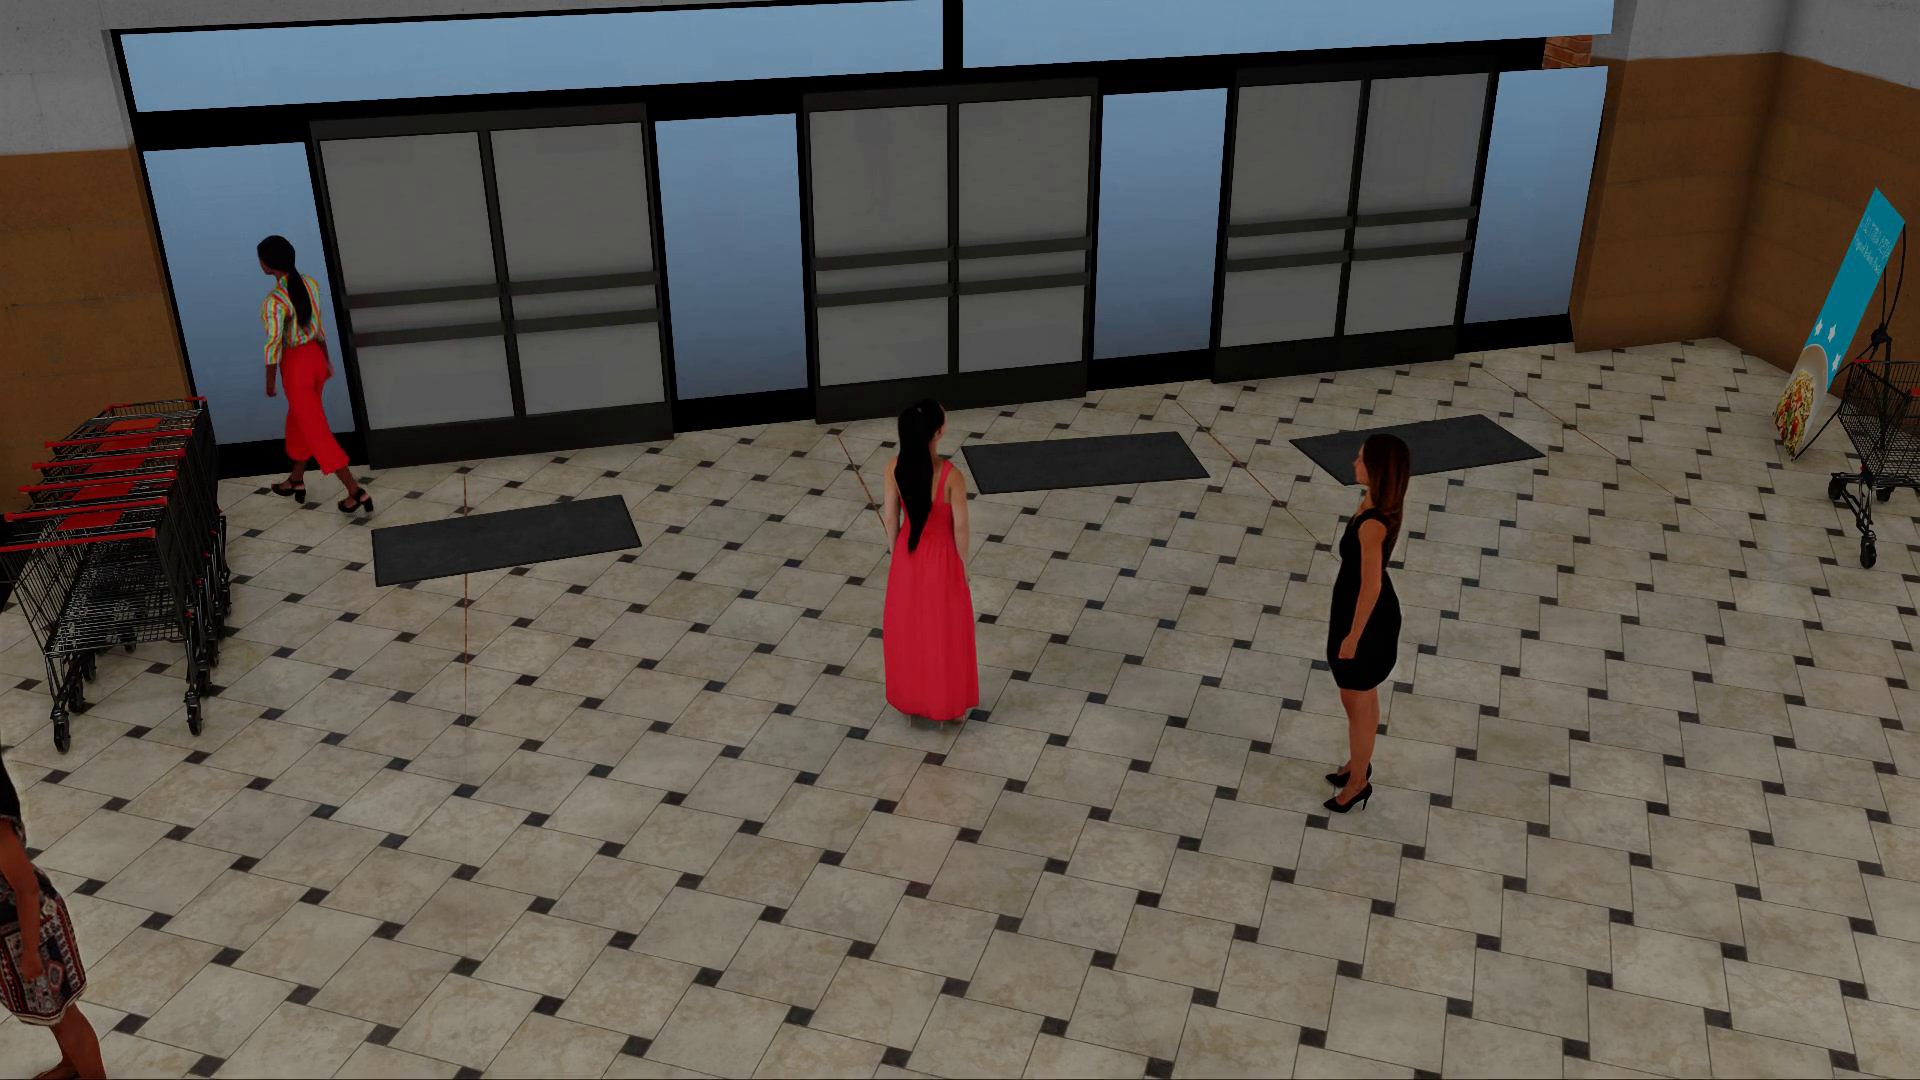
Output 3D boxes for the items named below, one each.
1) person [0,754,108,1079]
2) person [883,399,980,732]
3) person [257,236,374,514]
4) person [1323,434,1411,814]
[{"bbox_3d":[-3.223,1.311,5.703,0.784,1.645,0.639,-23,35,-37],"label":"person"},{"bbox_3d":[-0.156,0.135,7.931,0.714,1.727,0.754,10,29,20],"label":"person"},{"bbox_3d":[-3.888,-0.940,10.011,0.952,1.764,1.006,7,28,14],"label":"person"},{"bbox_3d":[1.772,0.389,7.313,0.730,1.834,0.639,9,28,18],"label":"person"}]
